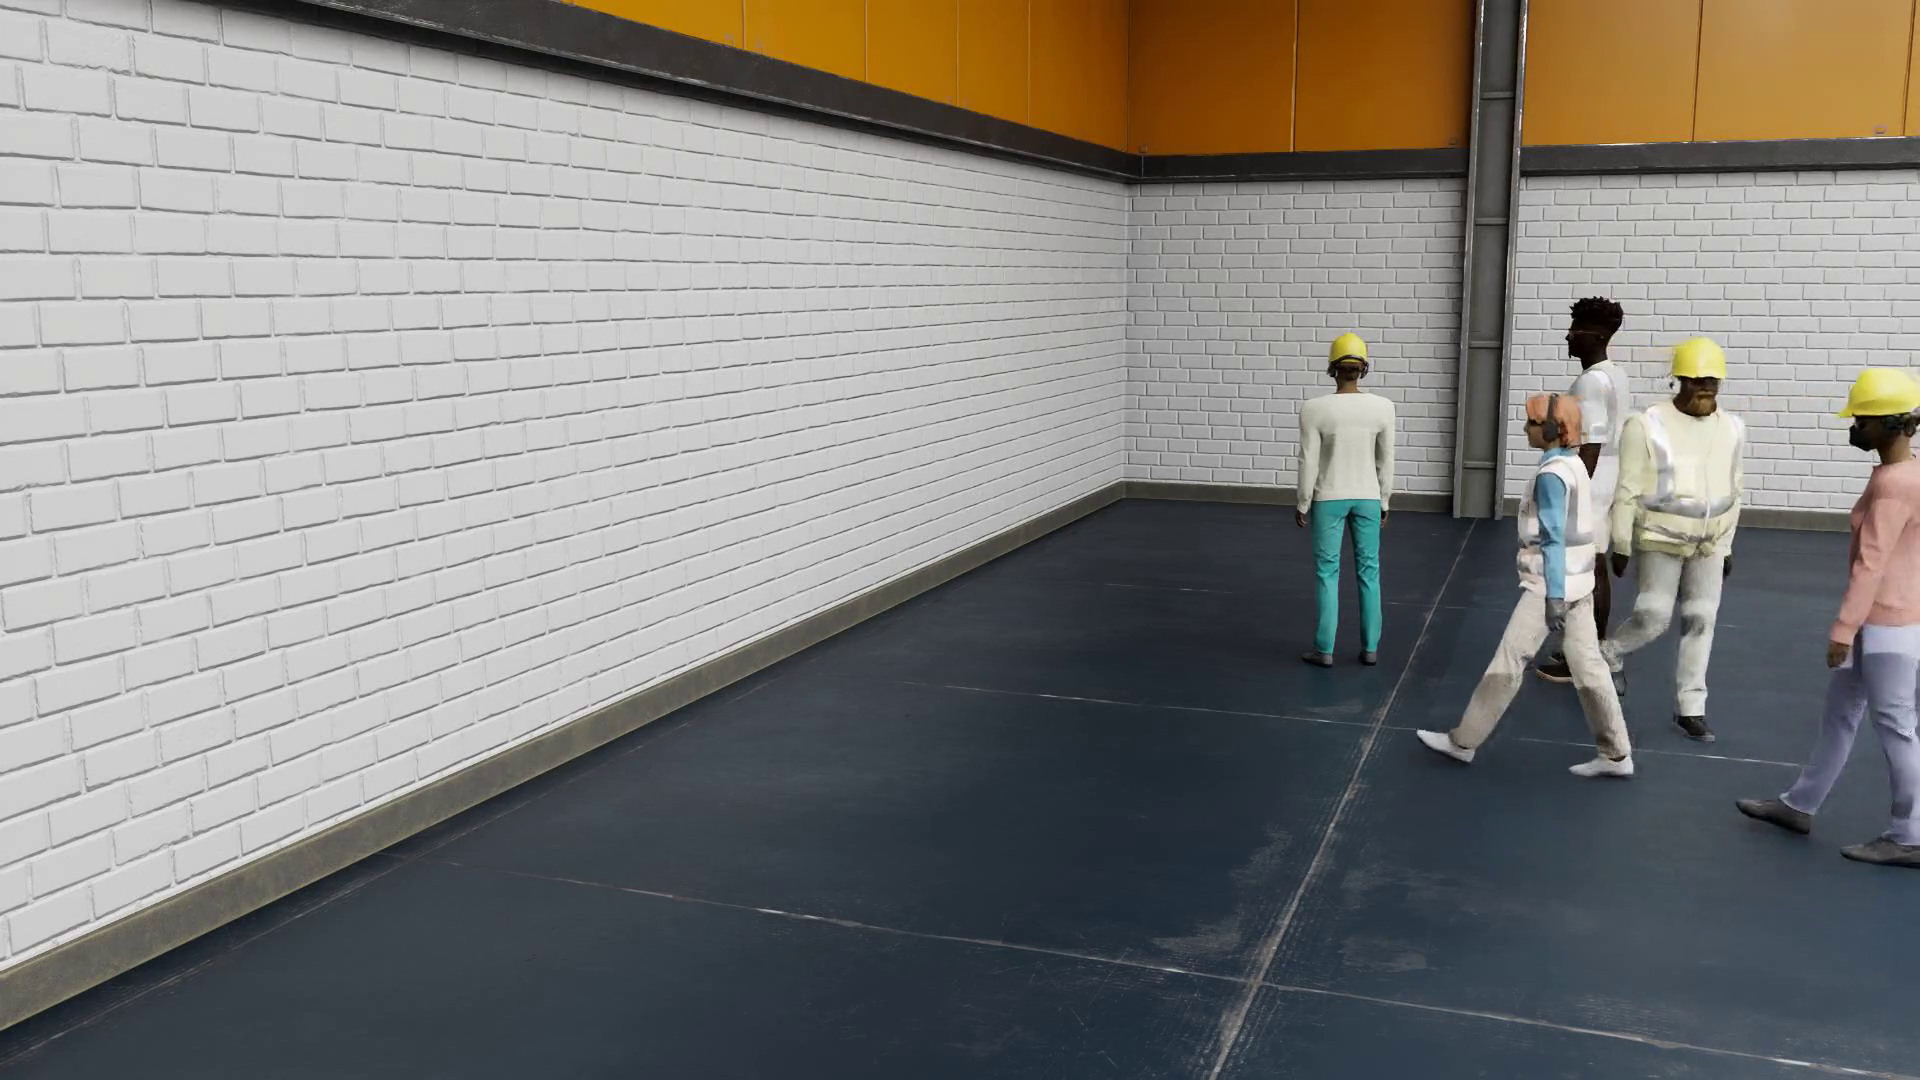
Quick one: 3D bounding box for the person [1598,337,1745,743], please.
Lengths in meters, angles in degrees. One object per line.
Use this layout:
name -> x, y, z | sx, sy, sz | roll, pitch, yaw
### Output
person -> 3.228, -0.026, 7.576 | 0.588, 1.808, 0.676 | -1, 9, -7

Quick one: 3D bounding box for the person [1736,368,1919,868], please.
person -> 3.117, 0.269, 5.861 | 0.696, 1.741, 0.552 | 6, 11, 31

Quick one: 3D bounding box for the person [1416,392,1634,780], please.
person -> 2.397, 0.191, 6.862 | 0.875, 1.590, 0.541 | 6, 11, 32

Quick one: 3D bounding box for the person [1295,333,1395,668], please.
person -> 2.023, -0.203, 8.793 | 0.526, 1.768, 0.331 | -1, 9, -5

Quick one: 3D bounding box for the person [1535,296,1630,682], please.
person -> 3.195, -0.254, 8.481 | 0.361, 1.965, 0.613 | 6, 11, 32
